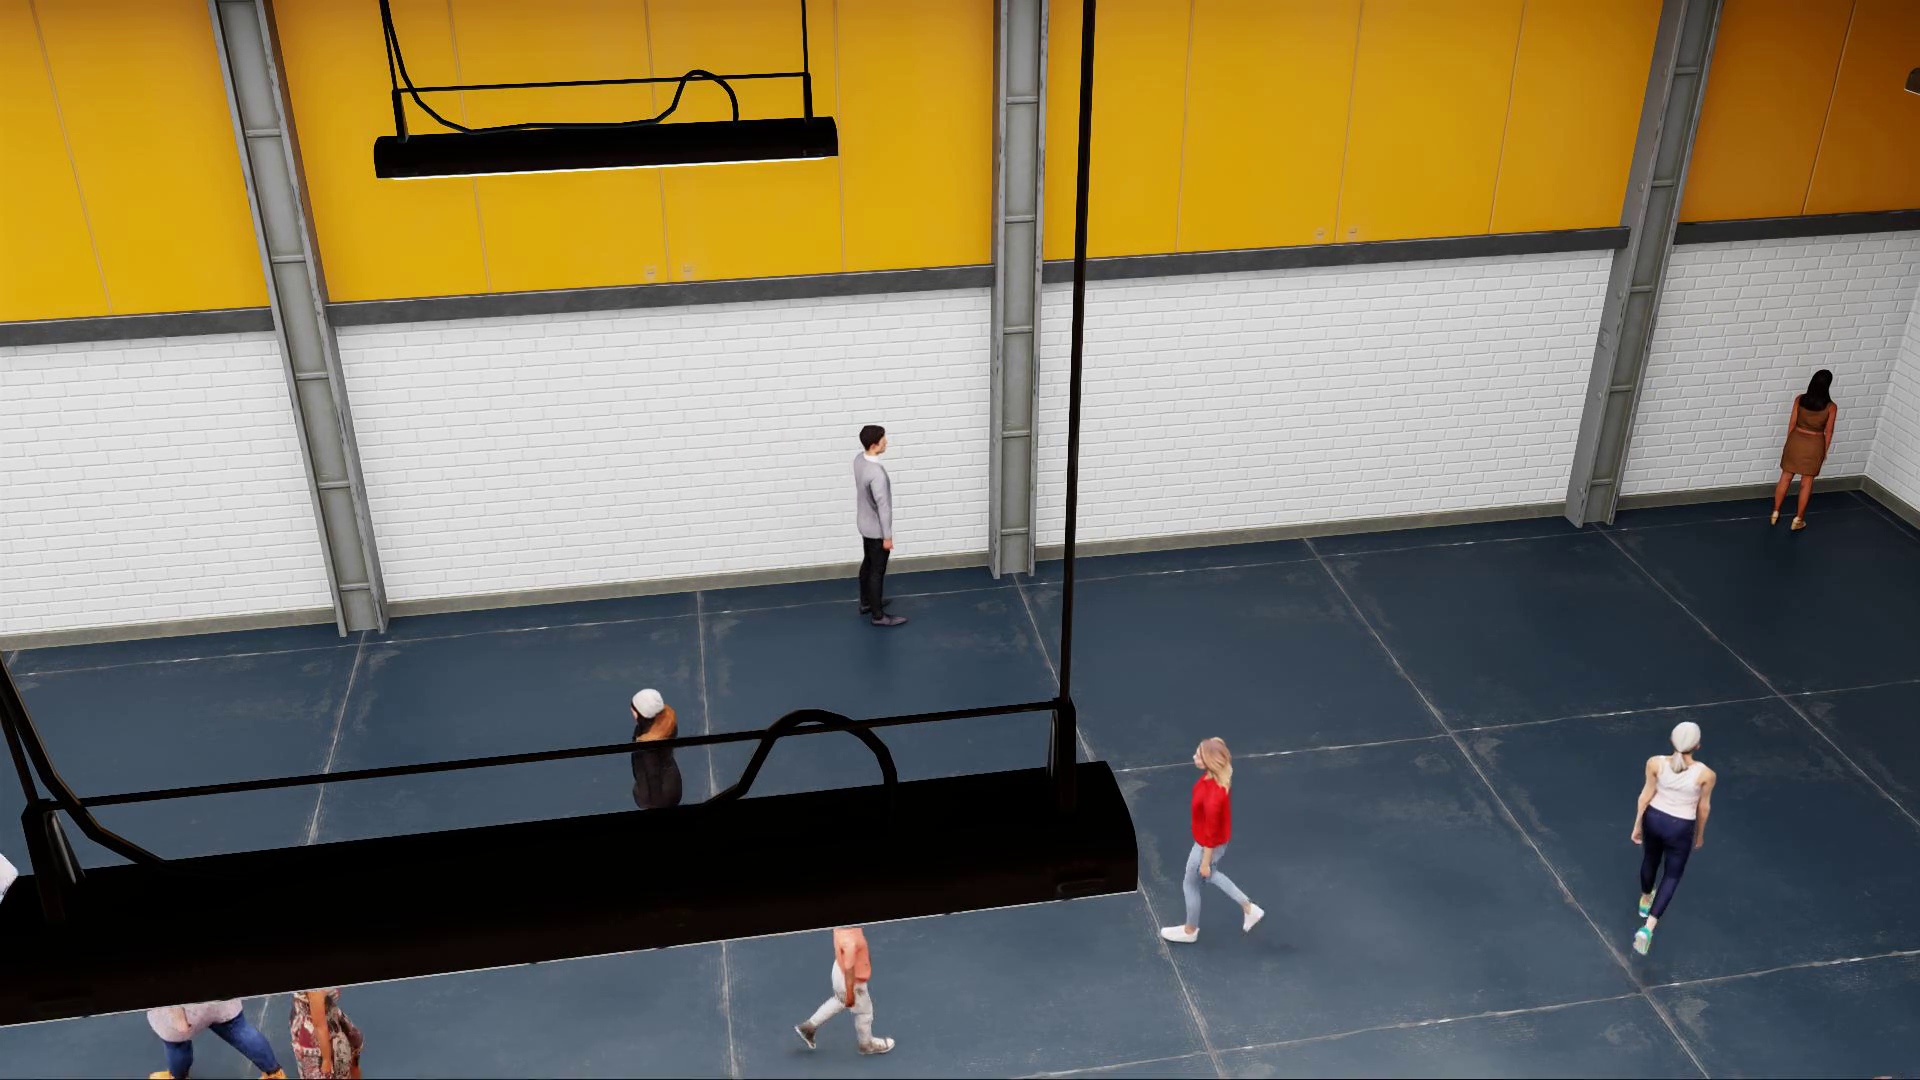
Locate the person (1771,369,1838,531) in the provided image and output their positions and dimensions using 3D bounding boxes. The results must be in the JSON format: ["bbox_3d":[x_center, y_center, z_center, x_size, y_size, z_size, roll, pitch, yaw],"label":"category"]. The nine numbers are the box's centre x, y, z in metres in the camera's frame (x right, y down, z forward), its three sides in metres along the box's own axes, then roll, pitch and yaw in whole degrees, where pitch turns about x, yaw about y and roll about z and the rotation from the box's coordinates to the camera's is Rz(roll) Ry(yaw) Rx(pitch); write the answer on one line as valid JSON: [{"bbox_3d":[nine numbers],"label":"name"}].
[{"bbox_3d":[8.353,-0.899,16.441,0.639,1.690,0.683,22,36,35],"label":"person"}]

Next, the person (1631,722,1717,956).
[{"bbox_3d":[4.727,1.999,11.134,1.058,1.684,1.118,18,33,29],"label":"person"}]

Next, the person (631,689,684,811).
[{"bbox_3d":[-2.047,1.729,11.700,1.022,1.617,0.817,4,29,6],"label":"person"}]

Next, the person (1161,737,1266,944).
[{"bbox_3d":[1.729,2.032,11.067,1.017,1.691,0.850,7,29,13],"label":"person"}]

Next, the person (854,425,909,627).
[{"bbox_3d":[-0.770,-0.148,14.822,0.692,1.922,0.793,-11,31,-19],"label":"person"}]

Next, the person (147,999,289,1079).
[{"bbox_3d":[-4.452,2.691,9.852,1.239,1.697,0.986,6,29,12],"label":"person"}]

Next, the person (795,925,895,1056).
[{"bbox_3d":[-0.740,2.691,10.270,0.823,1.298,0.490,-5,29,-9],"label":"person"}]
